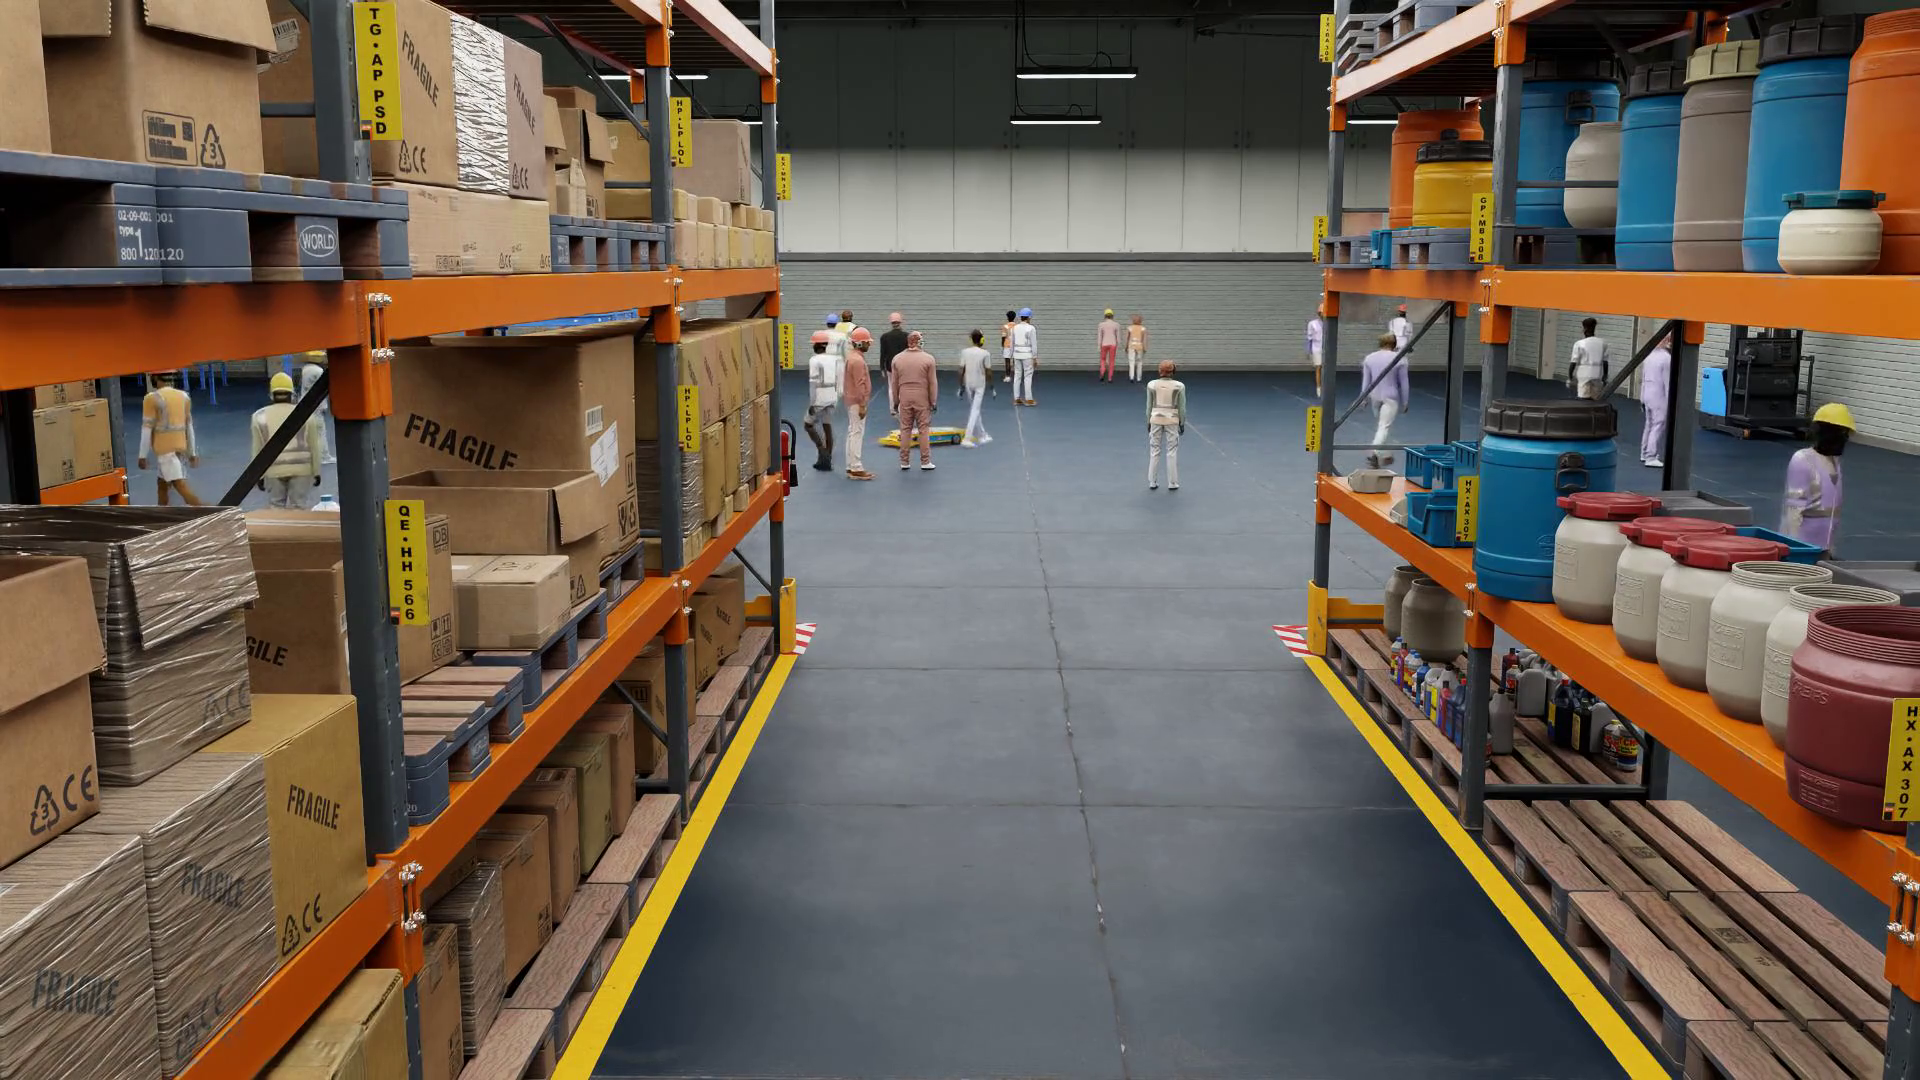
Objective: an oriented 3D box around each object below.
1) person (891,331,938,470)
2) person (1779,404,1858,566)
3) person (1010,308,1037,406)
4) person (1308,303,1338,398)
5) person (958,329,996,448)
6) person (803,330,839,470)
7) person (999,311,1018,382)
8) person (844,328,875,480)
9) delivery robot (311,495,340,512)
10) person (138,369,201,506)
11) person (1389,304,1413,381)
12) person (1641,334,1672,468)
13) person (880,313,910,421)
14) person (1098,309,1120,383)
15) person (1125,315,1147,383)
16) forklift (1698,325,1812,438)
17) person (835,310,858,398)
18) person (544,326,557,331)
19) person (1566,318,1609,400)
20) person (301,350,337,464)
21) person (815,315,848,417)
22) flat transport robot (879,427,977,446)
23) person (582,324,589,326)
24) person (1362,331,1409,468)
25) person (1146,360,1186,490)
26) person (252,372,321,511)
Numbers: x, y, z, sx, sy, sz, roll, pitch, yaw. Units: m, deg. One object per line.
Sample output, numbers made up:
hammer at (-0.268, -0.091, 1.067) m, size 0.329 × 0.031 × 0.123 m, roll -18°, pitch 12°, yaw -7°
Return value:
person at (-0.614, -1.919, 22.953) m, size 0.646 × 1.904 × 0.401 m, roll 3°, pitch 10°, yaw 16°
person at (5.754, 0.032, 11.337) m, size 0.711 × 1.890 × 0.402 m, roll -7°, pitch 12°, yaw -35°
person at (1.293, -3.664, 33.268) m, size 0.613 × 1.945 × 0.406 m, roll 7°, pitch 12°, yaw 38°
person at (7.707, -4.052, 35.427) m, size 0.615 × 2.015 × 0.871 m, roll 0°, pitch 9°, yaw 1°
person at (0.262, -2.368, 25.904) m, size 0.565 × 1.821 × 0.976 m, roll 6°, pitch 11°, yaw 32°
person at (-1.915, -1.918, 22.879) m, size 0.405 × 1.922 × 0.578 m, roll 7°, pitch 12°, yaw 36°
person at (1.214, -4.620, 39.739) m, size 0.583 × 1.700 × 0.316 m, roll -5°, pitch 11°, yaw -26°
person at (-1.333, -1.813, 22.039) m, size 0.395 × 1.993 × 0.614 m, roll -2°, pitch 10°, yaw -13°
delivery robot at (-6.296, -0.205, 16.559) m, size 0.477 × 0.478 × 0.707 m, roll -3°, pitch 10°, yaw -15°
person at (-8.128, -0.946, 17.194) m, size 1.031 × 1.887 × 0.558 m, roll 3°, pitch 10°, yaw 15°
person at (10.203, -4.477, 38.339) m, size 0.999 × 1.877 × 0.545 m, roll -8°, pitch 13°, yaw -41°
person at (9.877, -1.992, 23.556) m, size 0.545 × 1.865 × 0.802 m, roll -1°, pitch 10°, yaw -5°
person at (-1.142, -3.149, 30.196) m, size 0.612 × 1.953 × 1.011 m, roll 0°, pitch 9°, yaw 3°
person at (3.549, -4.654, 39.809) m, size 0.526 × 1.746 × 0.671 m, roll 0°, pitch 9°, yaw 3°
person at (4.187, -4.548, 39.598) m, size 0.522 × 1.603 × 0.826 m, roll 1°, pitch 10°, yaw 9°
forklift at (13.248, -3.165, 27.620) m, size 1.129 × 2.768 × 1.873 m, roll 0°, pitch 9°, yaw 1°
person at (-2.386, -3.941, 35.247) m, size 0.633 × 1.841 × 0.429 m, roll 5°, pitch 11°, yaw 27°
person at (-6.926, -2.661, 27.737) m, size 0.643 × 1.795 × 0.863 m, roll 3°, pitch 10°, yaw 16°
person at (10.325, -2.692, 27.479) m, size 0.632 × 1.930 × 0.818 m, roll -2°, pitch 10°, yaw -10°
person at (-9.196, -1.910, 23.467) m, size 0.494 × 1.713 × 0.781 m, roll 9°, pitch 13°, yaw 43°
person at (-2.383, -3.243, 30.955) m, size 0.624 × 1.888 × 1.017 m, roll 0°, pitch 9°, yaw 2°
flat transport robot at (-0.501, -1.644, 26.309) m, size 1.431 × 0.197 × 0.652 m, roll -7°, pitch 12°, yaw -35°
person at (-6.284, -2.695, 27.819) m, size 0.475 × 1.826 × 0.586 m, roll -6°, pitch 11°, yaw -31°
person at (5.923, -1.965, 23.268) m, size 0.643 × 1.904 × 0.971 m, roll 7°, pitch 12°, yaw 36°
person at (2.594, -1.456, 20.997) m, size 0.509 × 1.629 × 0.317 m, roll 3°, pitch 10°, yaw 18°
person at (-6.326, -0.665, 15.669) m, size 0.589 × 1.822 × 0.408 m, roll -2°, pitch 10°, yaw -14°
